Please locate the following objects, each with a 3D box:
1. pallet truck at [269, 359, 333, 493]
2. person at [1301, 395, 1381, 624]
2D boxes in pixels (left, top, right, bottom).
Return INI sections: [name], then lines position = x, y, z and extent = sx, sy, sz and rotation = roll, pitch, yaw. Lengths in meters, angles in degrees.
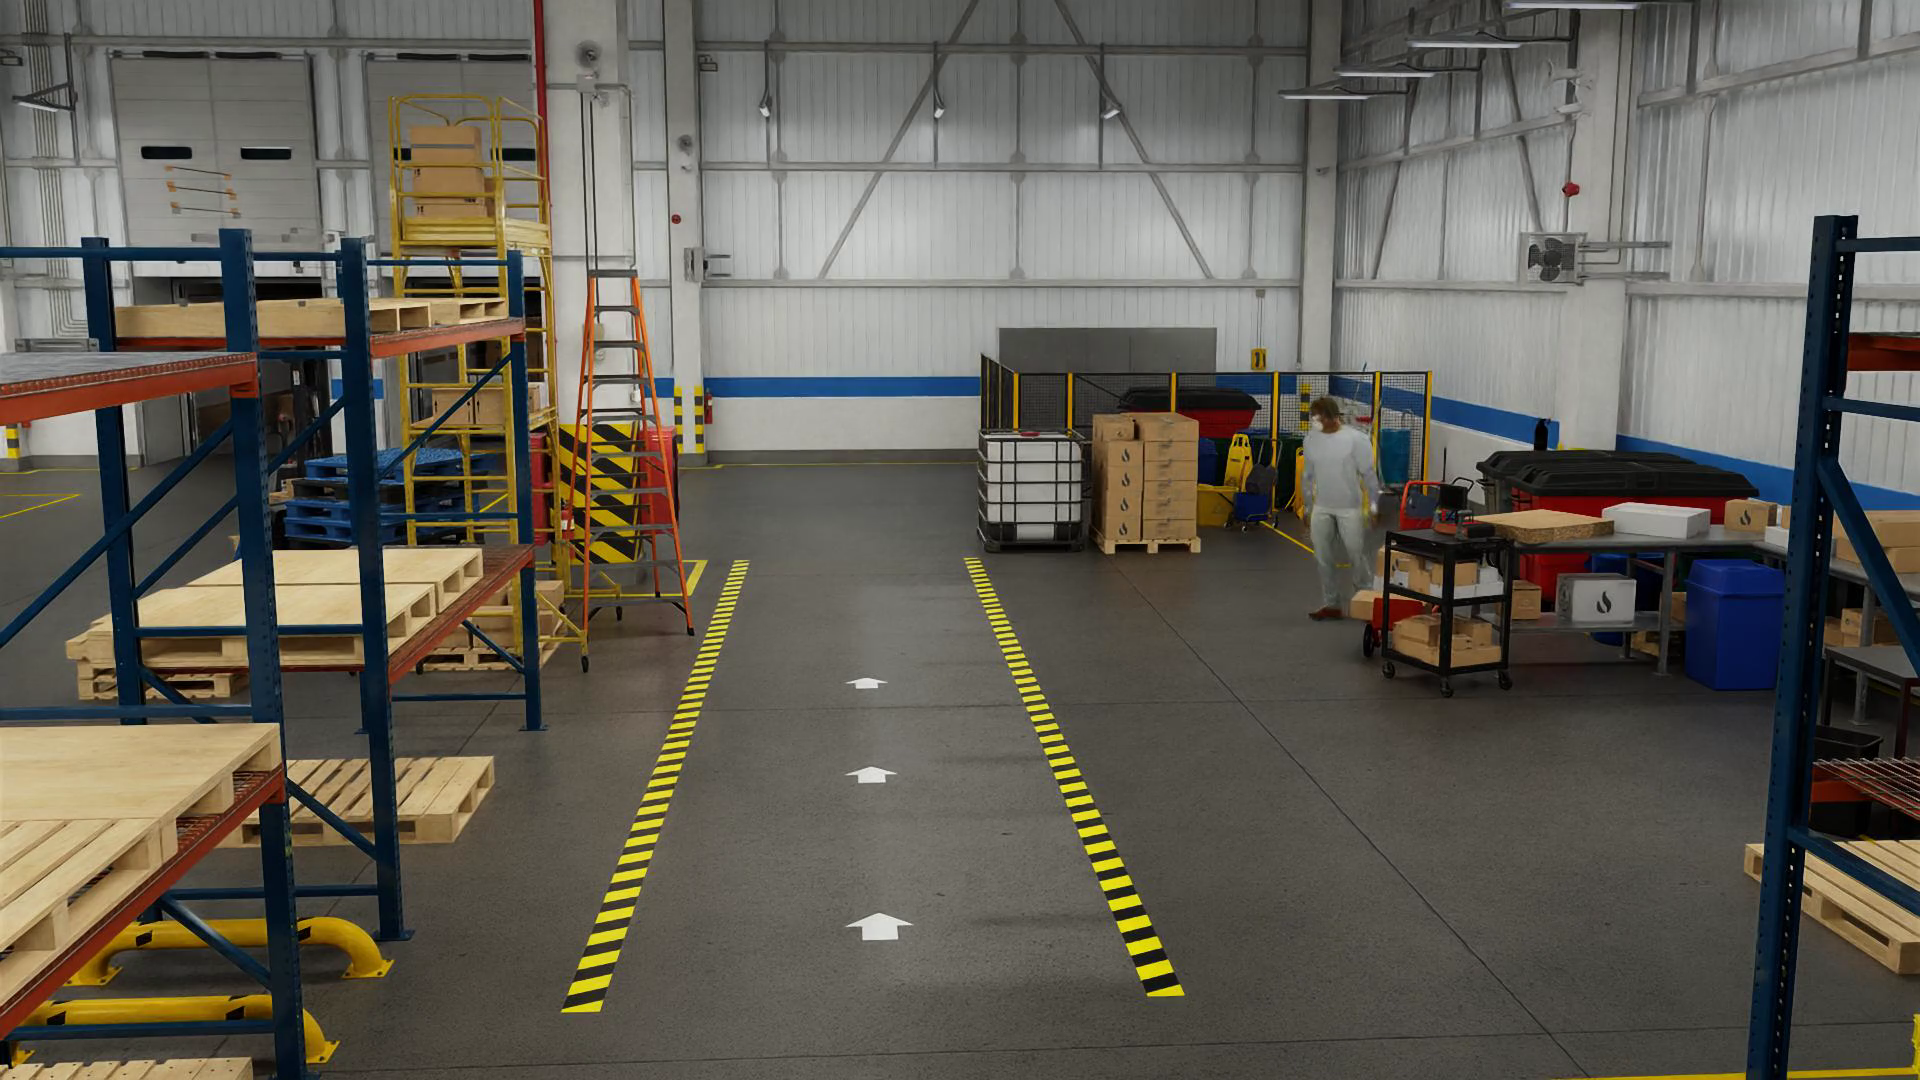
[pallet truck]
position = -7.062, -1.131, 18.996
extent = 1.885, 1.965, 0.823
rotation = 2, 9, 13
[person]
position = 3.180, -0.238, 13.731
extent = 0.797, 1.899, 0.422
rotation = 7, 12, 39
